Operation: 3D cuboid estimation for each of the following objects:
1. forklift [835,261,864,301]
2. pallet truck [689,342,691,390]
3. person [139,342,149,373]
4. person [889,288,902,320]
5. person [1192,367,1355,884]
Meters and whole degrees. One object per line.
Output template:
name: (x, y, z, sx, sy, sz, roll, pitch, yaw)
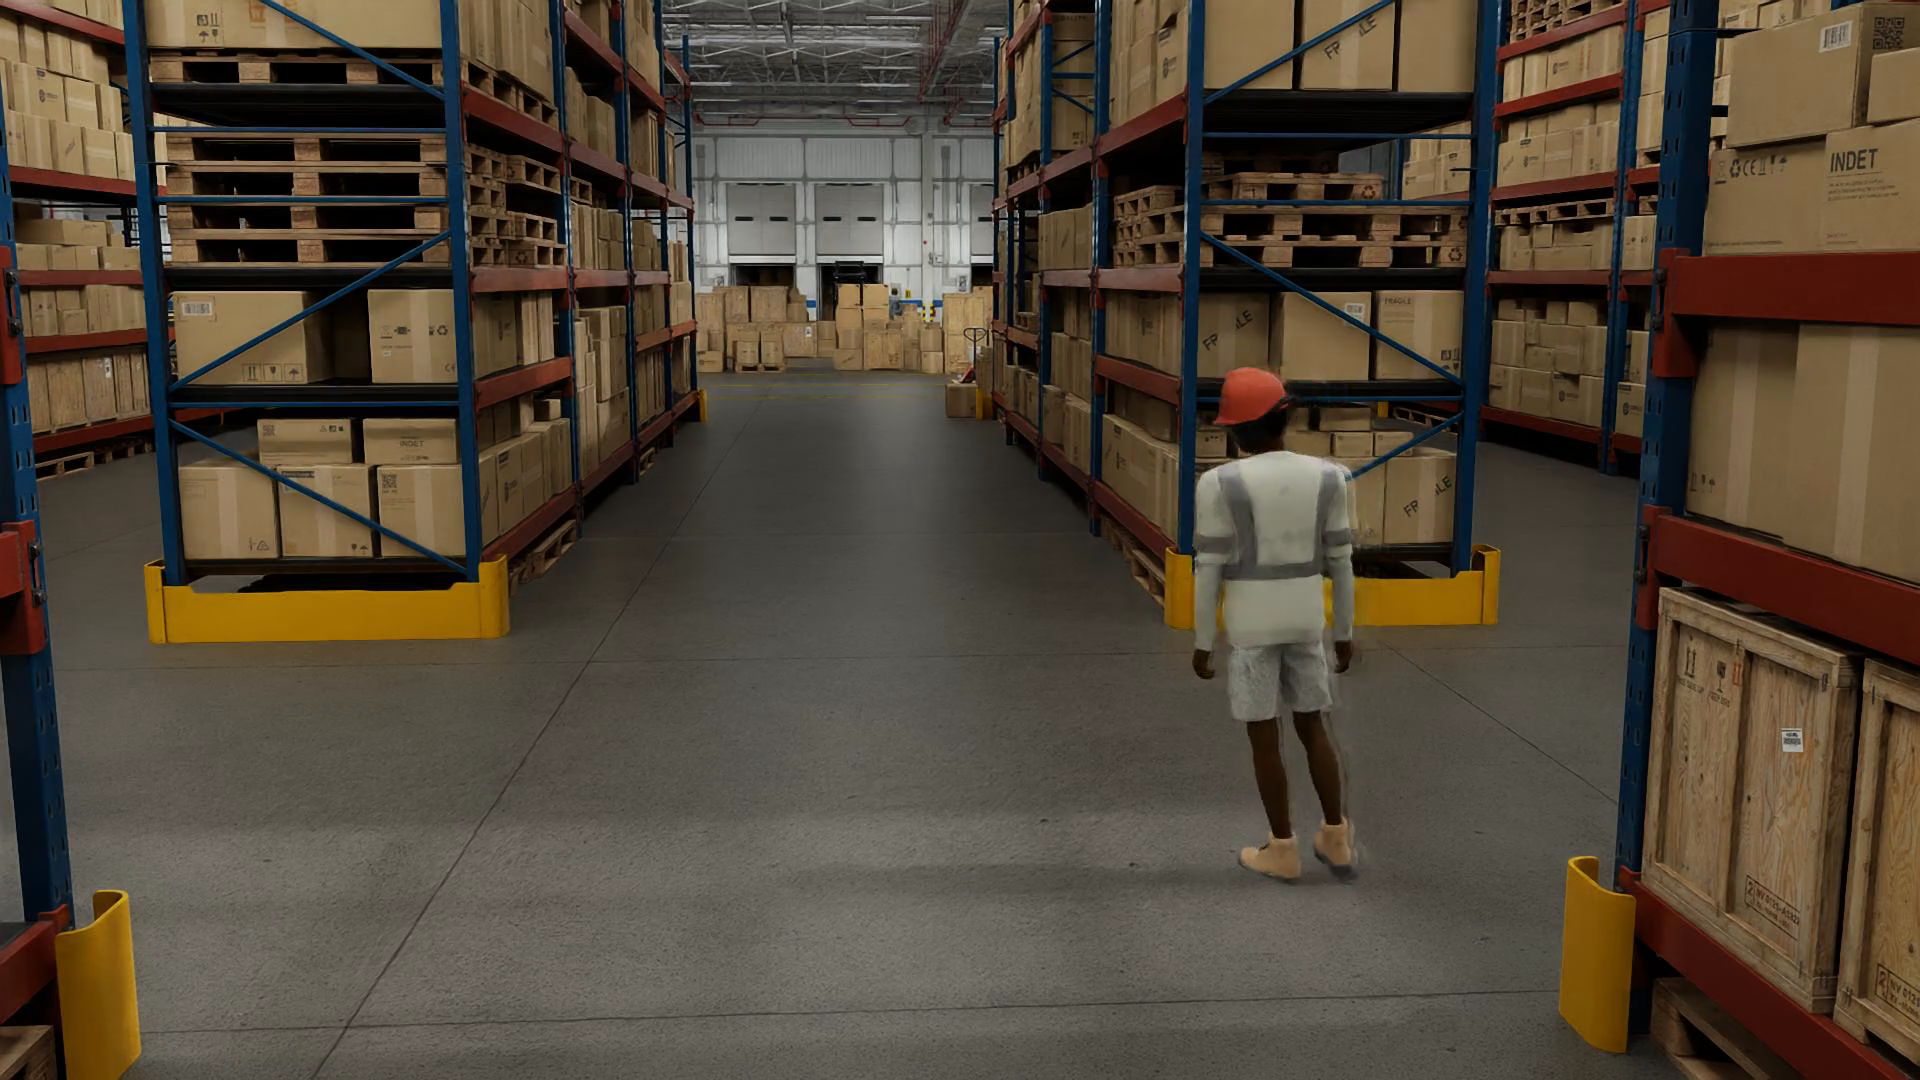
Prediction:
forklift: (-3.584, -7.683, 54.074, 1.129, 2.768, 1.873, -1, 9, -4)
pallet truck: (-5.225, -3.008, 27.480, 1.885, 1.965, 0.823, 2, 9, 14)
person: (-13.651, -3.089, 27.993, 0.608, 1.996, 0.381, -1, 9, -7)
person: (-2.301, -7.827, 57.976, 0.634, 1.929, 0.381, 3, 10, 21)
person: (1.210, 0.338, 6.467, 0.662, 2.010, 0.426, -2, 9, -14)
